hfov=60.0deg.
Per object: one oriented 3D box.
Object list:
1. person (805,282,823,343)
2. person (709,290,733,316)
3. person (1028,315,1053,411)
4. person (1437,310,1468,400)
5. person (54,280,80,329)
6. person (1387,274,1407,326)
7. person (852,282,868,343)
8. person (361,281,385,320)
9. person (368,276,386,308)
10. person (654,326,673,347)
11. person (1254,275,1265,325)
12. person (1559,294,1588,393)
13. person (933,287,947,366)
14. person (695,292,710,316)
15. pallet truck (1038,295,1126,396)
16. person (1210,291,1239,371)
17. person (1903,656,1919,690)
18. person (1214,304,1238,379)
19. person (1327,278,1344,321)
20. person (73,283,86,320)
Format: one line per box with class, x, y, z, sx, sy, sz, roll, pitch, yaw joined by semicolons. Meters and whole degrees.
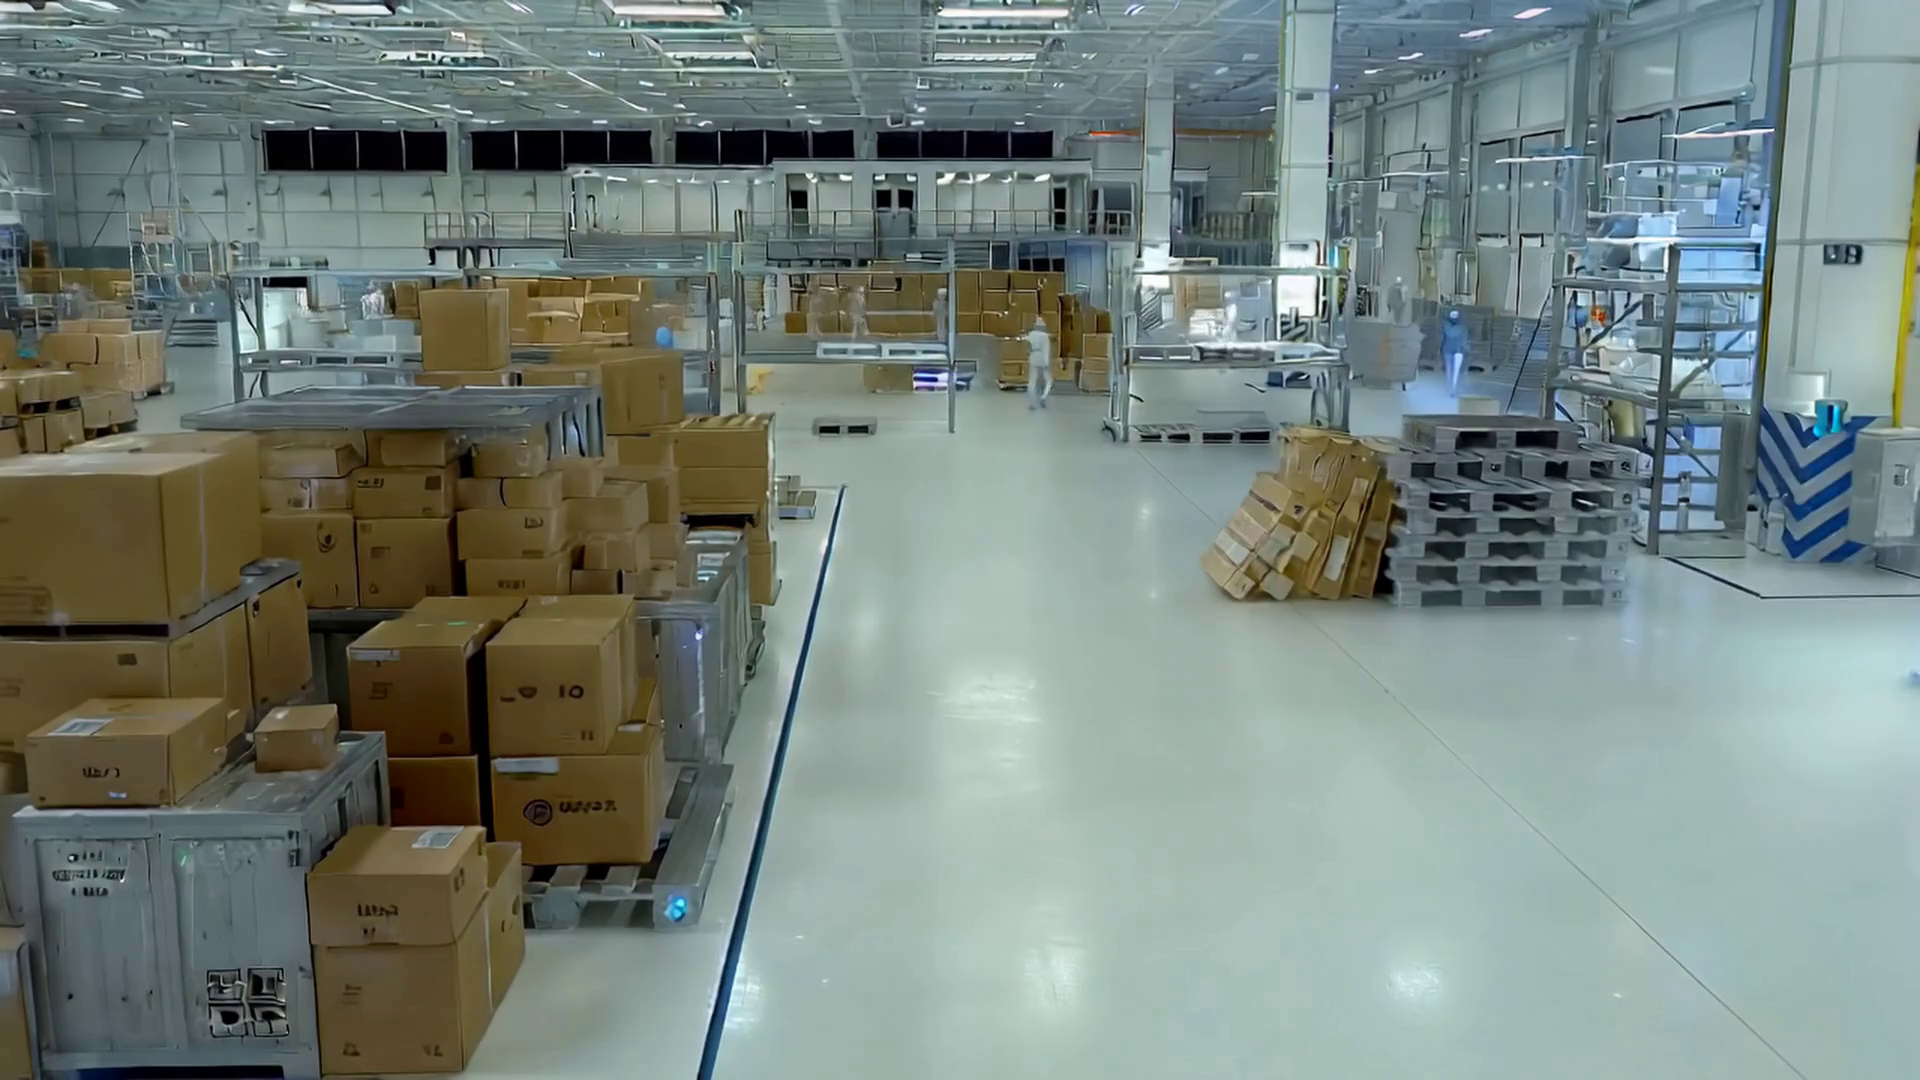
person;-4.396;-6.819;49.896;0.440;1.829;0.651;9;14;42
person;-6.144;-5.539;42.849;0.638;1.814;0.879;-4;11;-22
person;1.449;-3.176;29.888;0.500;1.720;0.593;8;13;39
person;9.513;-3.577;32.147;0.541;1.710;0.923;5;11;24
person;-23.281;-5.763;43.422;0.535;2.000;0.684;-1;10;-4
person;14.613;-7.903;55.607;0.644;1.947;0.786;6;12;29
person;-2.794;-6.363;47.171;0.760;1.892;0.587;8;13;36
person;-14.910;-5.571;42.355;0.613;2.039;0.393;-9;13;-40
person;-20.112;-8.188;57.396;0.612;1.869;0.419;2;10;8
person;-4.211;-2.125;23.703;0.506;1.847;0.350;-3;11;-15
person;10.931;-8.848;60.922;0.366;1.931;0.542;5;11;28
person;12.321;-3.938;33.431;0.608;1.987;0.402;1;10;6
person;-0.466;-5.230;40.761;0.379;1.933;0.632;4;11;20
person;-6.185;-5.069;40.124;0.527;1.842;0.708;3;11;14
pallet truck;2.483;-3.881;33.060;1.885;1.965;0.823;-7;13;-36
person;6.210;-4.873;38.913;0.973;1.878;0.589;-8;13;-36
person;6.792;0.172;10.822;1.062;1.887;0.645;5;12;28
person;5.940;-4.450;37.158;0.537;1.673;0.785;1;10;5
person;11.698;-7.225;51.873;0.629;1.927;0.501;9;14;42
person;-27.848;-7.300;52.801;0.530;1.746;0.659;7;12;33
